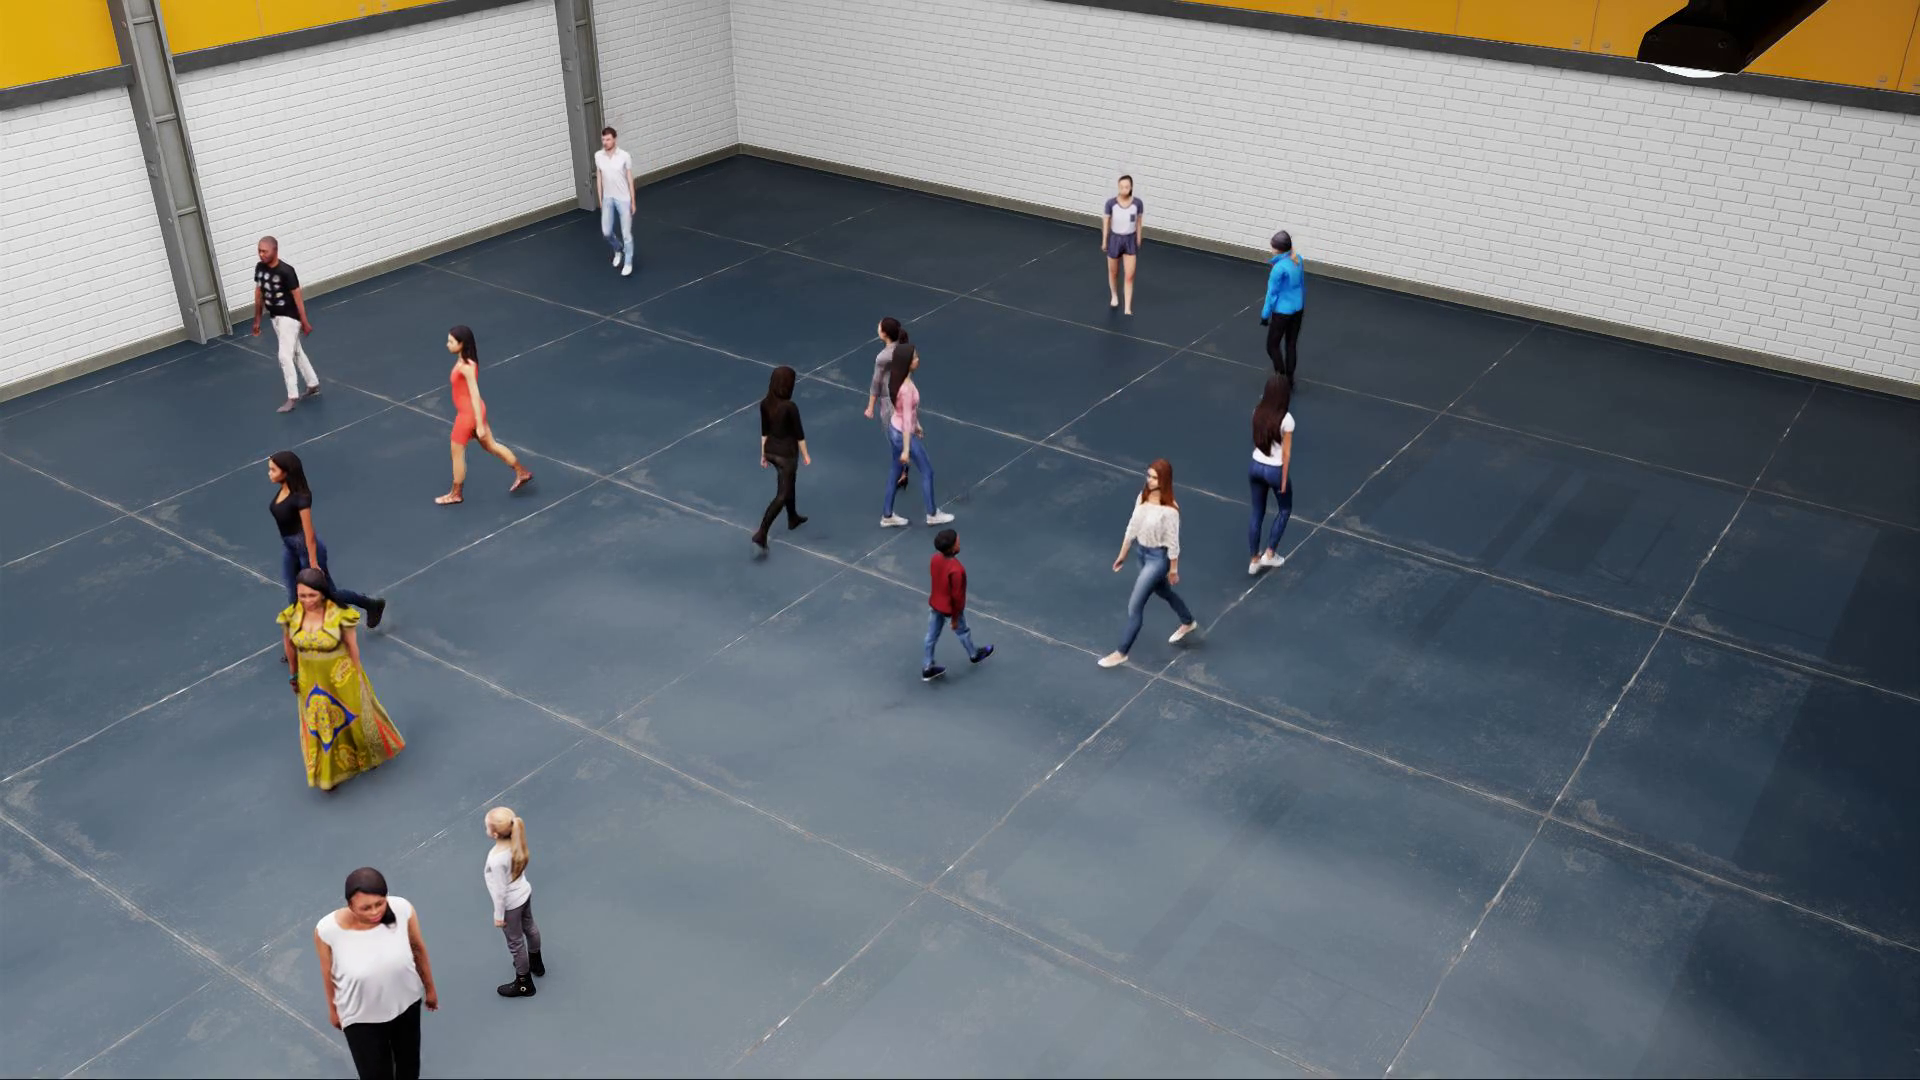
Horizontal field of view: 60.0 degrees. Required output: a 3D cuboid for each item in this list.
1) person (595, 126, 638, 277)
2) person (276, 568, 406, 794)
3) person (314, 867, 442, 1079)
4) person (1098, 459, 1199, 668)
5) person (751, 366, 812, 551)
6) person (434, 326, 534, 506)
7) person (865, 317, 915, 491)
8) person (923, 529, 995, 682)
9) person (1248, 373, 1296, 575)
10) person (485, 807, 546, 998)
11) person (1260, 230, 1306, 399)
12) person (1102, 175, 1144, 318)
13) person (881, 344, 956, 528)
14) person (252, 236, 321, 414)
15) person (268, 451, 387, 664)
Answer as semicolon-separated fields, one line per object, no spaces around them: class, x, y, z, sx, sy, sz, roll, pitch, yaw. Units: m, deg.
person;-4.168;-4.190;20.431;0.796;1.839;0.849;4;29;7
person;-4.271;0.906;11.280;1.103;1.656;1.166;-4;29;-7
person;-3.006;2.347;8.612;0.783;1.681;0.861;-17;33;-28
person;1.545;0.141;12.651;1.233;1.685;0.968;-13;31;-22
person;-1.563;-0.671;14.222;0.571;1.607;1.043;20;34;32
person;-4.309;-1.119;14.965;1.190;1.682;1.024;-10;30;-17
person;-0.530;-1.201;15.133;0.686;1.665;0.509;16;33;27
person;-0.154;0.517;12.441;0.880;1.226;0.636;-22;36;-35
person;2.494;-0.510;13.767;0.651;1.760;0.631;-24;37;-36
person;-2.563;2.060;9.558;0.624;1.279;0.539;5;29;9
person;3.401;-2.338;17.099;0.652;1.778;0.862;-11;31;-20
person;1.867;-3.431;19.277;0.956;1.612;1.122;1;29;2
person;-0.567;-0.893;14.507;0.974;1.723;0.886;-8;30;-14
person;-6.798;-2.258;16.951;0.702;1.780;0.943;16;33;27
person;-4.909;0.097;12.702;1.143;1.714;0.742;-23;36;-35
